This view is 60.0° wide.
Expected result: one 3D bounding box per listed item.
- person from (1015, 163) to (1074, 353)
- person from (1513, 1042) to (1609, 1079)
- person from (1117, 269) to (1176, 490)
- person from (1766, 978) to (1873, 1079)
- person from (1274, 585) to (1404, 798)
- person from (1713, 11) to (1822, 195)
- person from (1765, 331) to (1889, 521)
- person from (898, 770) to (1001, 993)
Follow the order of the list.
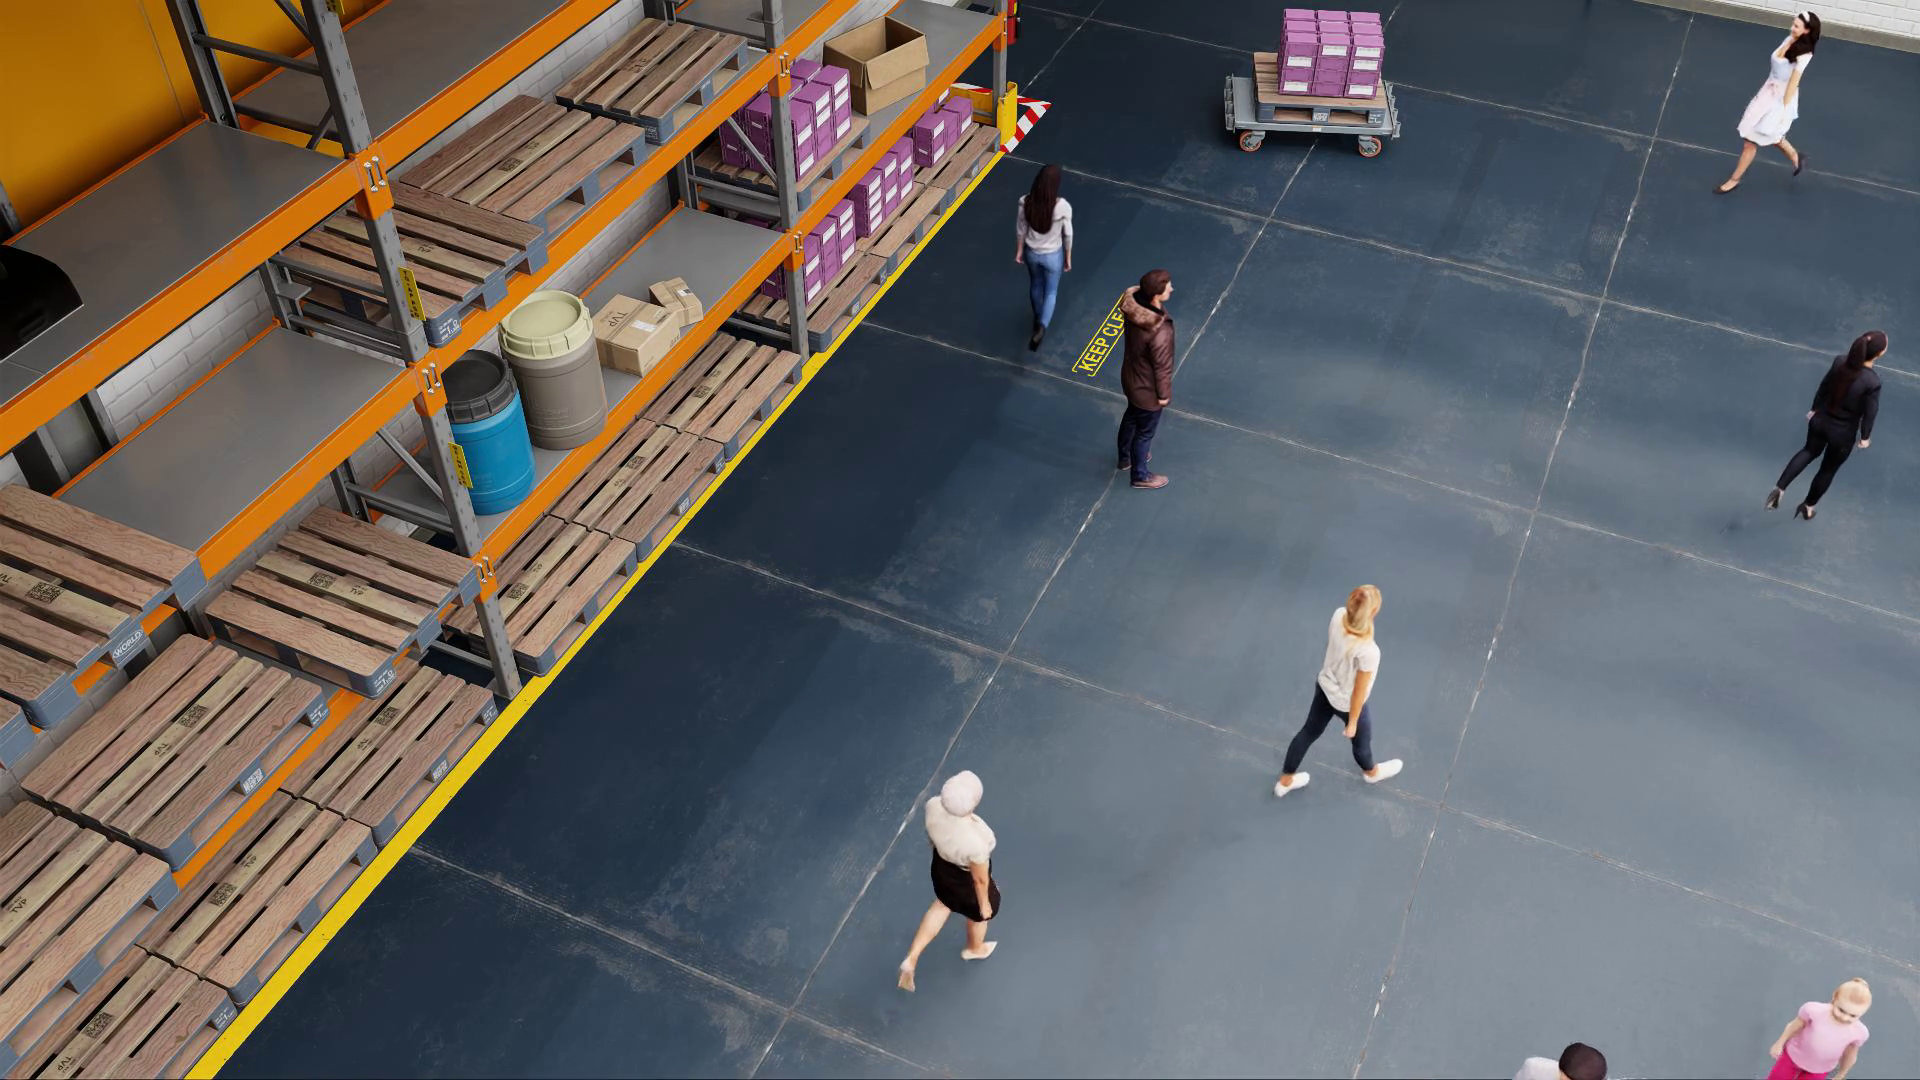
[{"bbox_3d":[0.661,-2.235,13.383,0.719,1.613,0.991,9,44,10],"label":"person"},{"bbox_3d":[2.814,2.833,7.901,0.675,1.836,0.989,21,47,20],"label":"person"},{"bbox_3d":[1.353,-1.182,12.107,0.931,1.848,0.860,-12,45,-12],"label":"person"},{"bbox_3d":[4.376,2.609,8.549,0.504,1.267,0.519,21,47,20],"label":"person"},{"bbox_3d":[2.196,0.960,9.917,1.134,1.767,1.050,-16,46,-16],"label":"person"},{"bbox_3d":[7.420,-3.905,15.001,1.005,1.799,1.094,-1,44,-1],"label":"person"},{"bbox_3d":[6.152,-0.766,11.774,0.826,1.704,0.767,-16,46,-16],"label":"person"},{"bbox_3d":[-0.062,1.882,8.971,1.036,1.737,0.842,-32,52,-29],"label":"person"}]
